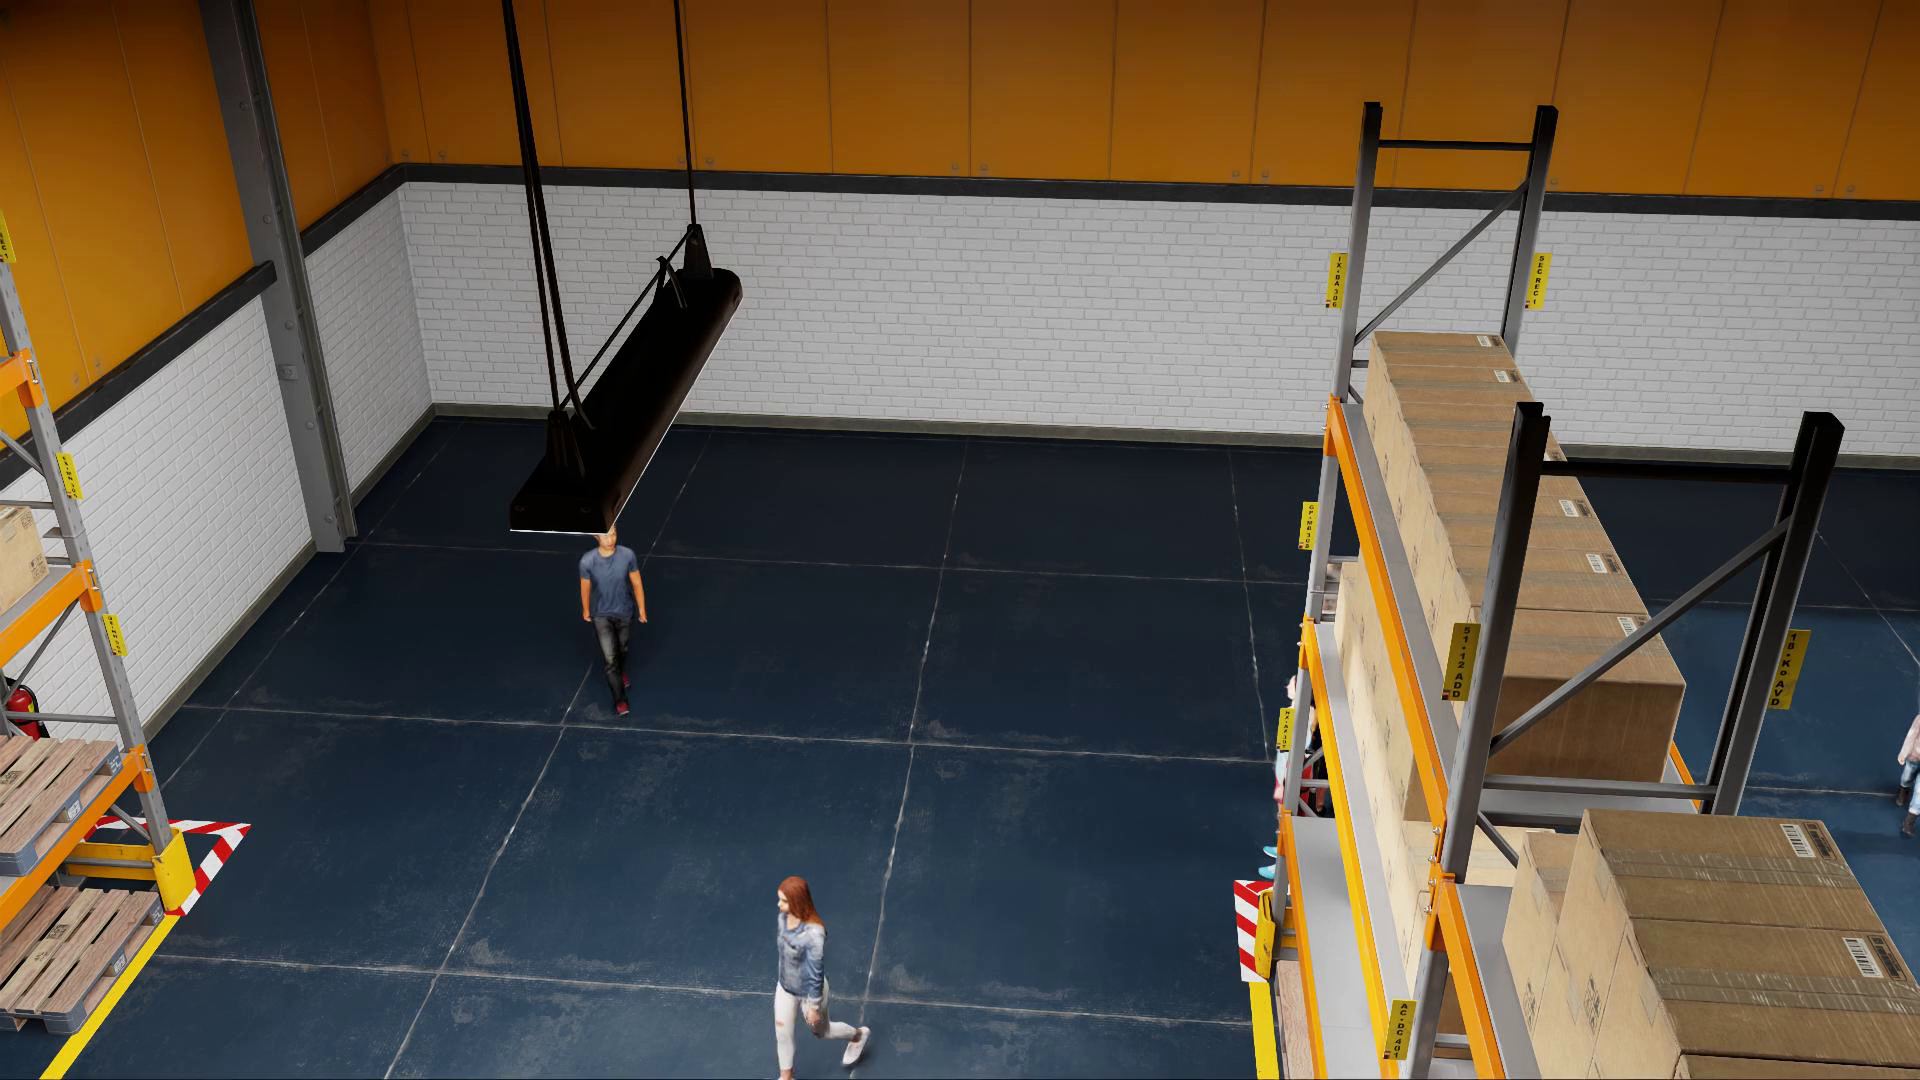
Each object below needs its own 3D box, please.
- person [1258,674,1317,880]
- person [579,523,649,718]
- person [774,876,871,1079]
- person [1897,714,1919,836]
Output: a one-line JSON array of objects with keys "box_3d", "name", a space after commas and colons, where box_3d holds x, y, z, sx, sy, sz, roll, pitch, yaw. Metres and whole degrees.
[{"box_3d": [2.428, 1.715, 12.163, 0.716, 1.764, 0.605, 10, 30, 18], "name": "person"}, {"box_3d": [-3.000, 0.568, 14.262, 1.032, 1.767, 1.232, -13, 31, -22], "name": "person"}, {"box_3d": [-0.896, 2.752, 10.356, 1.128, 1.673, 1.060, -23, 36, -36], "name": "person"}, {"box_3d": [7.469, 1.652, 12.888, 0.726, 1.180, 0.893, 18, 34, 30], "name": "person"}]
